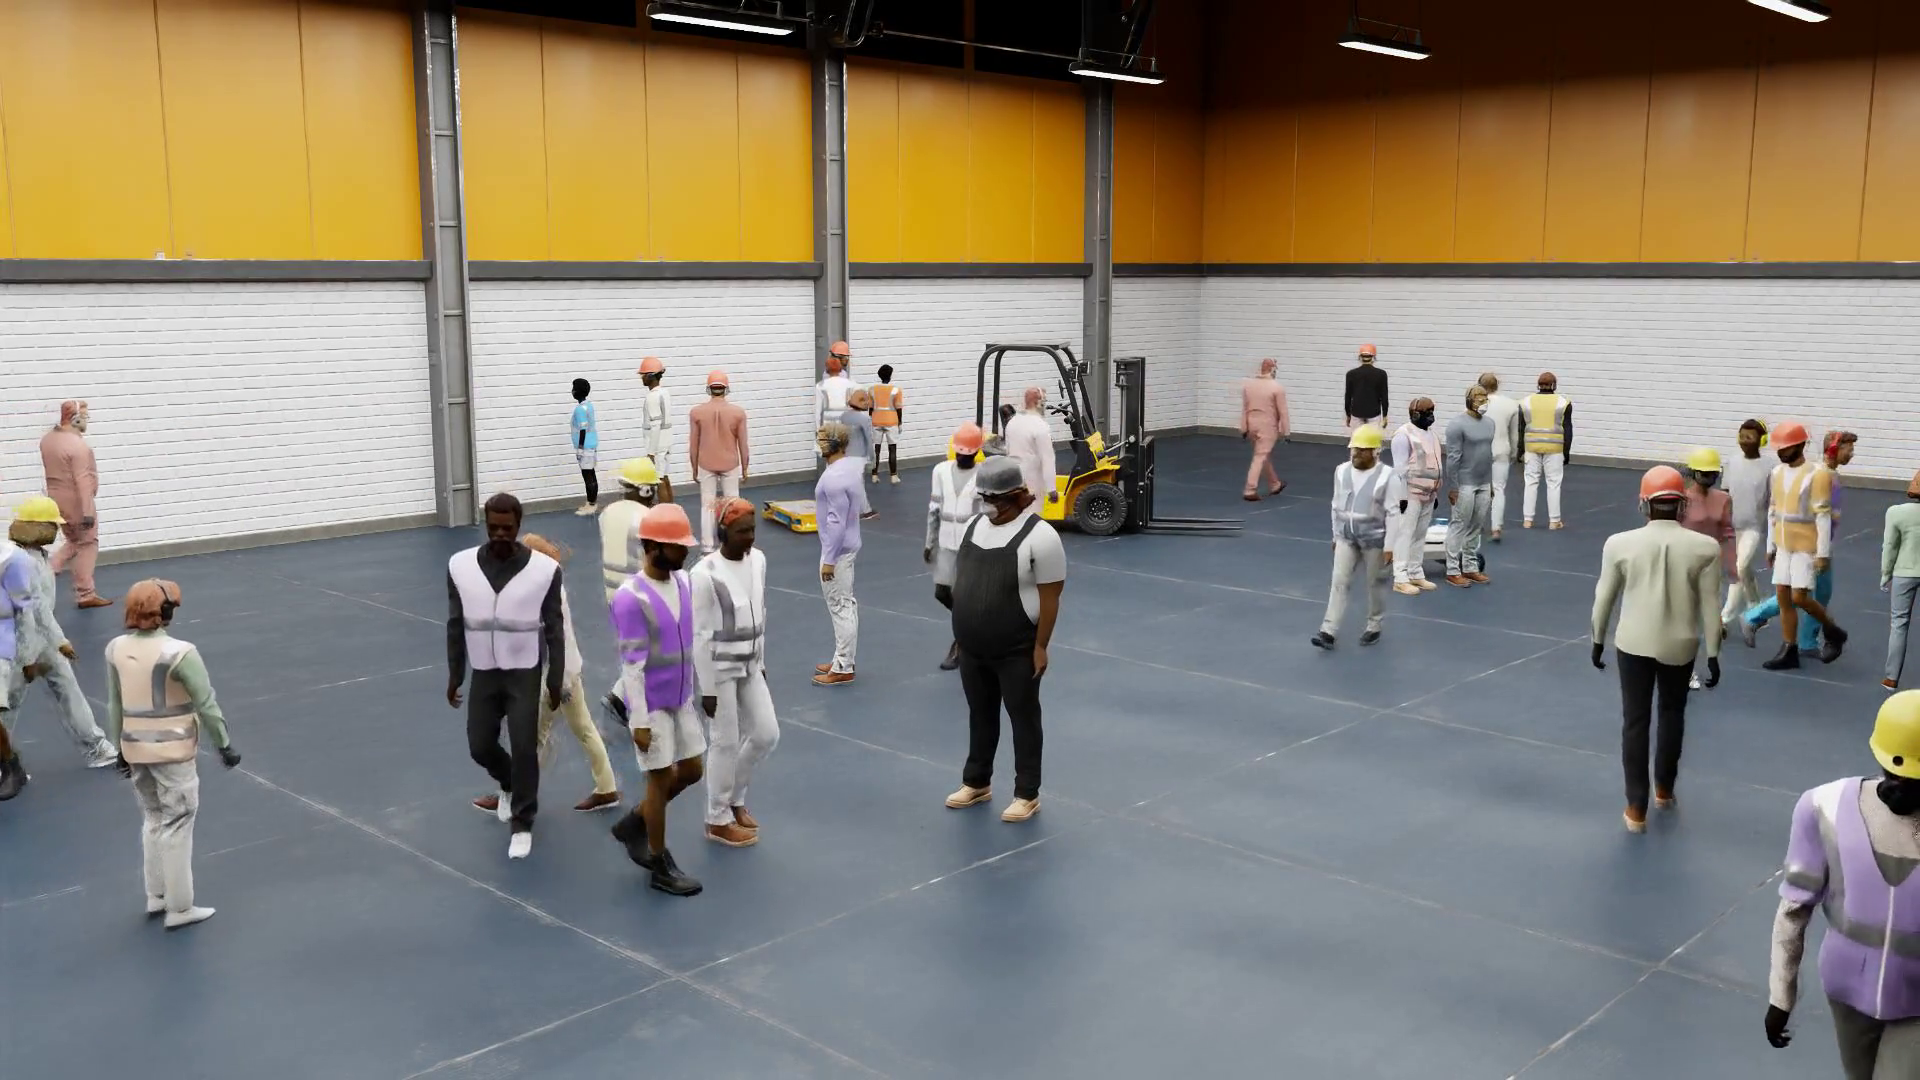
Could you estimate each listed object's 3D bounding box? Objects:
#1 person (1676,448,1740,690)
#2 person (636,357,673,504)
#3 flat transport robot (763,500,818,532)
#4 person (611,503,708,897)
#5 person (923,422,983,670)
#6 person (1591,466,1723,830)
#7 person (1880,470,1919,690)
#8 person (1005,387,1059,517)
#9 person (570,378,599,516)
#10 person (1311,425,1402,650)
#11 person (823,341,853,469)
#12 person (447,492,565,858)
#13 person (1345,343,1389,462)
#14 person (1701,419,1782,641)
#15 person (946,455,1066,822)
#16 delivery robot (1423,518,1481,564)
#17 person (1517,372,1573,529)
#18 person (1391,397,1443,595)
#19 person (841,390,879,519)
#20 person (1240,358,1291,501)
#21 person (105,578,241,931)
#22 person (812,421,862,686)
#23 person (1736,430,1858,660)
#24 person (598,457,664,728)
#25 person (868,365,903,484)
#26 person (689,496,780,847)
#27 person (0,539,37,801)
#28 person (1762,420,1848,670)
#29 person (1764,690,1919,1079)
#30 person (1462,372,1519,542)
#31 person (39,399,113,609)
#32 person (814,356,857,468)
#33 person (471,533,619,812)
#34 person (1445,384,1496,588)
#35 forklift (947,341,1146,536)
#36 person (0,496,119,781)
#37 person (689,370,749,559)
[{"bbox_3d":[5.404,0.205,12.084,0.529,1.744,0.682,-3,10,-17],"label":"person"},{"bbox_3d":[-3.473,-1.062,18.927,0.395,2.042,0.611,1,9,4],"label":"person"},{"bbox_3d":[-1.812,-0.300,19.674,0.652,0.197,1.431,-4,10,-24],"label":"flat transport robot"},{"bbox_3d":[-1.483,0.764,8.082,0.513,1.922,0.554,5,11,29],"label":"person"},{"bbox_3d":[0.024,0.031,12.678,0.627,1.897,0.619,4,10,23],"label":"person"},{"bbox_3d":[3.843,0.564,9.224,0.659,1.952,0.915,3,10,19],"label":"person"},{"bbox_3d":[6.877,0.285,11.921,0.502,1.633,0.280,5,10,27],"label":"person"},{"bbox_3d":[0.700,-0.551,16.283,0.484,1.889,0.665,-5,10,-26],"label":"person"},{"bbox_3d":[-4.625,-1.145,20.493,0.322,1.697,0.533,0,9,-1],"label":"person"},{"bbox_3d":[3.144,-0.002,13.171,0.623,1.791,0.904,7,12,38],"label":"person"},{"bbox_3d":[-1.656,-1.711,22.913,0.389,2.039,0.614,-5,11,-28],"label":"person"},{"bbox_3d":[-2.357,0.676,8.711,0.614,1.900,0.547,0,9,-1],"label":"person"},{"bbox_3d":[5.745,-1.779,23.477,0.617,1.992,0.393,5,10,26],"label":"person"},{"bbox_3d":[6.441,-0.091,13.668,0.967,1.821,0.542,-6,11,-32],"label":"person"},{"bbox_3d":[0.205,0.529,9.179,0.673,2.000,0.535,8,12,39],"label":"person"},{"bbox_3d":[4.773,0.030,16.498,0.707,0.478,0.477,-1,9,-3],"label":"delivery robot"},{"bbox_3d":[6.822,-1.040,19.434,0.622,1.838,0.430,5,11,28],"label":"person"},{"bbox_3d":[4.304,-0.422,15.620,0.621,1.845,0.429,-9,13,-43],"label":"person"},{"bbox_3d":[-1.154,-0.990,19.832,0.799,1.593,0.508,-9,13,-43],"label":"person"},{"bbox_3d":[4.070,-1.453,21.887,1.025,1.855,0.664,-7,12,-38],"label":"person"},{"bbox_3d":[-3.636,0.984,7.650,0.531,1.633,0.398,4,10,23],"label":"person"},{"bbox_3d":[-0.907,0.096,12.152,0.372,1.940,0.630,0,9,2],"label":"person"},{"bbox_3d":[6.532,0.031,12.948,0.675,1.811,0.608,8,12,42],"label":"person"},{"bbox_3d":[-2.155,0.366,10.895,0.594,1.813,0.539,8,12,41],"label":"person"},{"bbox_3d":[-1.057,-1.632,23.510,0.532,1.691,0.321,3,10,16],"label":"person"},{"bbox_3d":[-1.181,0.692,8.706,0.412,1.866,0.609,5,11,28],"label":"person"},{"bbox_3d":[-5.437,0.605,9.205,0.557,1.892,0.968,0,9,-3],"label":"person"},{"bbox_3d":[6.356,0.046,12.570,0.614,1.904,0.596,-2,10,-15],"label":"person"},{"bbox_3d":[2.695,1.328,4.832,0.614,1.860,0.995,8,12,41],"label":"person"},{"bbox_3d":[5.952,-0.939,18.695,0.638,1.884,1.074,2,9,11],"label":"person"},{"bbox_3d":[-7.896,-0.302,14.747,0.658,1.884,0.522,6,11,33],"label":"person"},{"bbox_3d":[-1.643,-1.524,22.266,0.638,1.873,0.550,-1,9,-6],"label":"person"},{"bbox_3d":[-2.296,0.750,9.189,0.829,1.580,0.514,-2,9,-10],"label":"person"},{"bbox_3d":[4.897,-0.521,15.931,0.636,1.938,0.358,-7,11,-35],"label":"person"},{"bbox_3d":[0.977,-1.223,19.452,2.313,2.155,1.214,2,9,11],"label":"forklift"},{"bbox_3d":[-5.401,0.592,9.855,0.897,1.693,0.499,-2,10,-14],"label":"person"},{"bbox_3d":[-2.508,-0.779,17.371,0.618,1.988,0.405,-1,9,-6],"label":"person"}]
